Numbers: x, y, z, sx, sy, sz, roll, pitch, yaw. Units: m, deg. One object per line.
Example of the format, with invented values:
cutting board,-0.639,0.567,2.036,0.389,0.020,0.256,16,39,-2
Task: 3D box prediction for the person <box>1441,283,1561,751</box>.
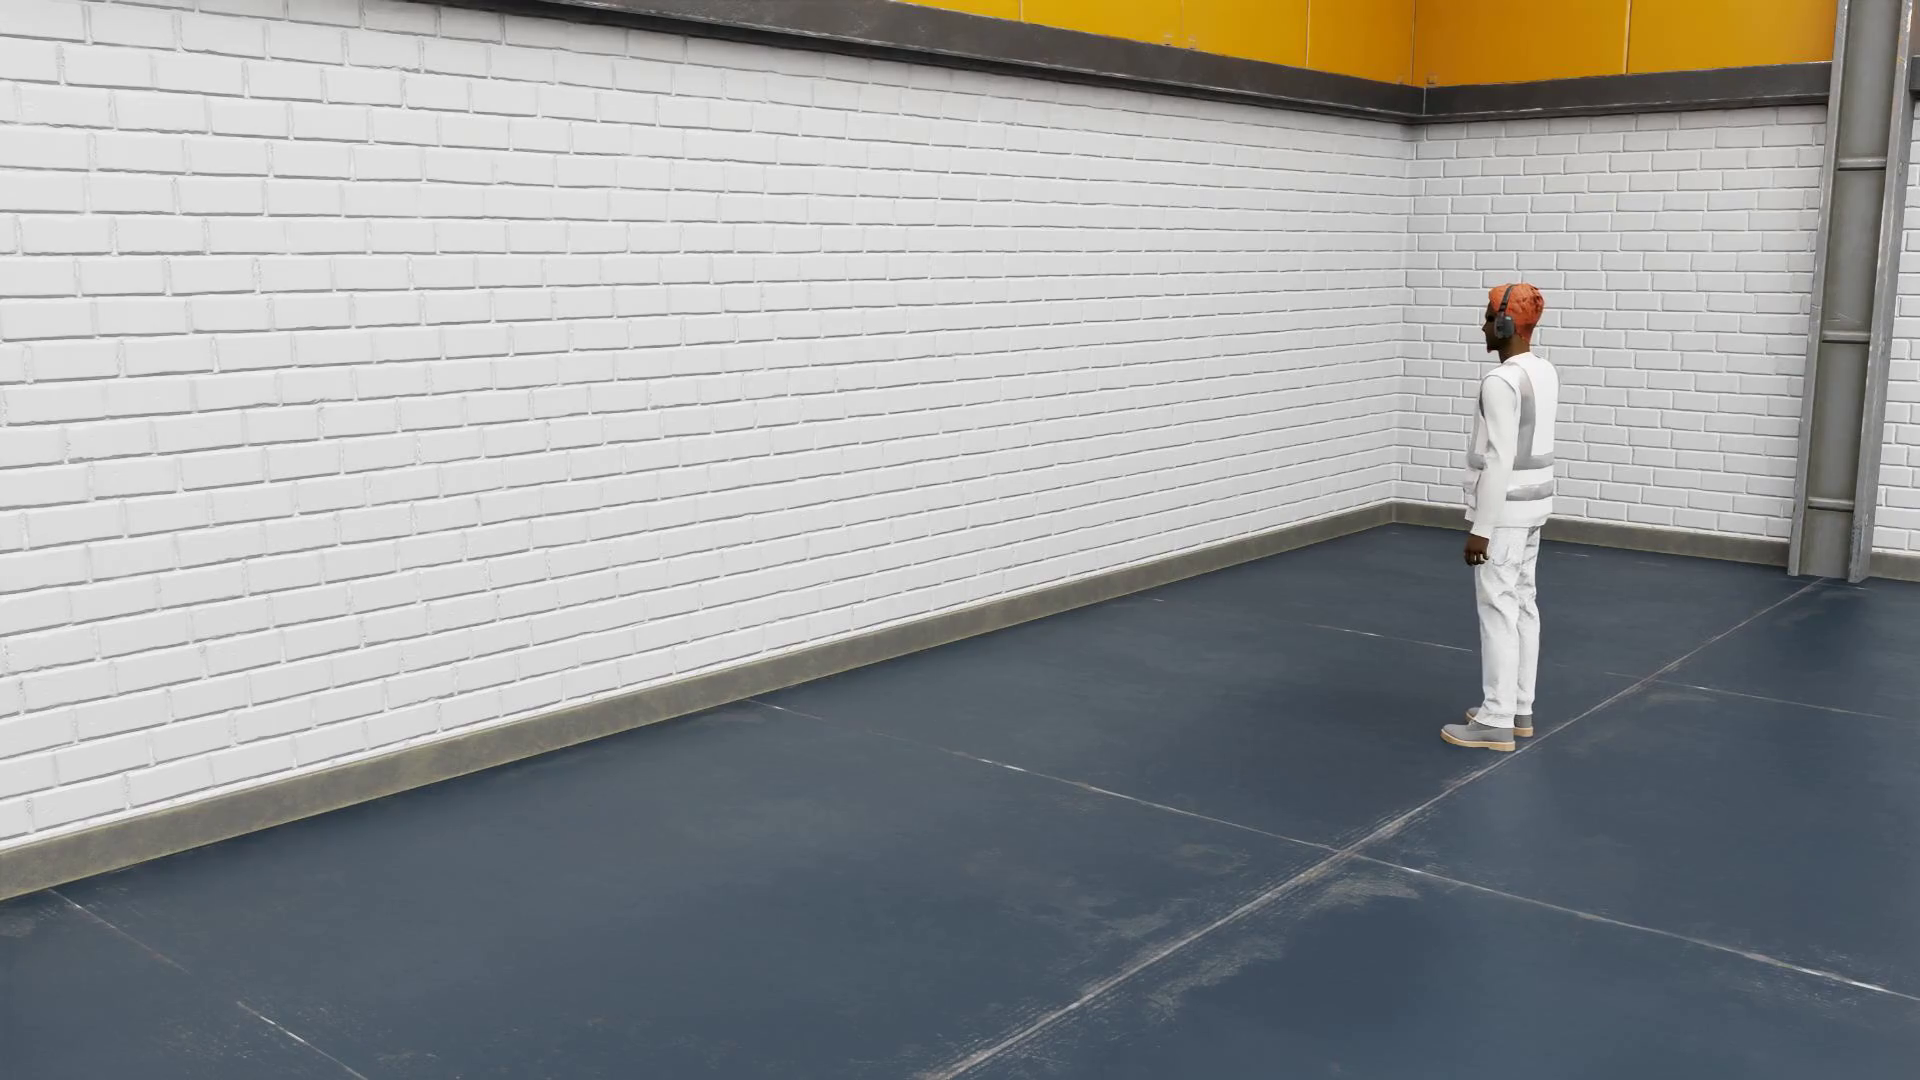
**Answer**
person,2.208,-0.091,6.744,0.345,1.882,0.584,8,13,37
